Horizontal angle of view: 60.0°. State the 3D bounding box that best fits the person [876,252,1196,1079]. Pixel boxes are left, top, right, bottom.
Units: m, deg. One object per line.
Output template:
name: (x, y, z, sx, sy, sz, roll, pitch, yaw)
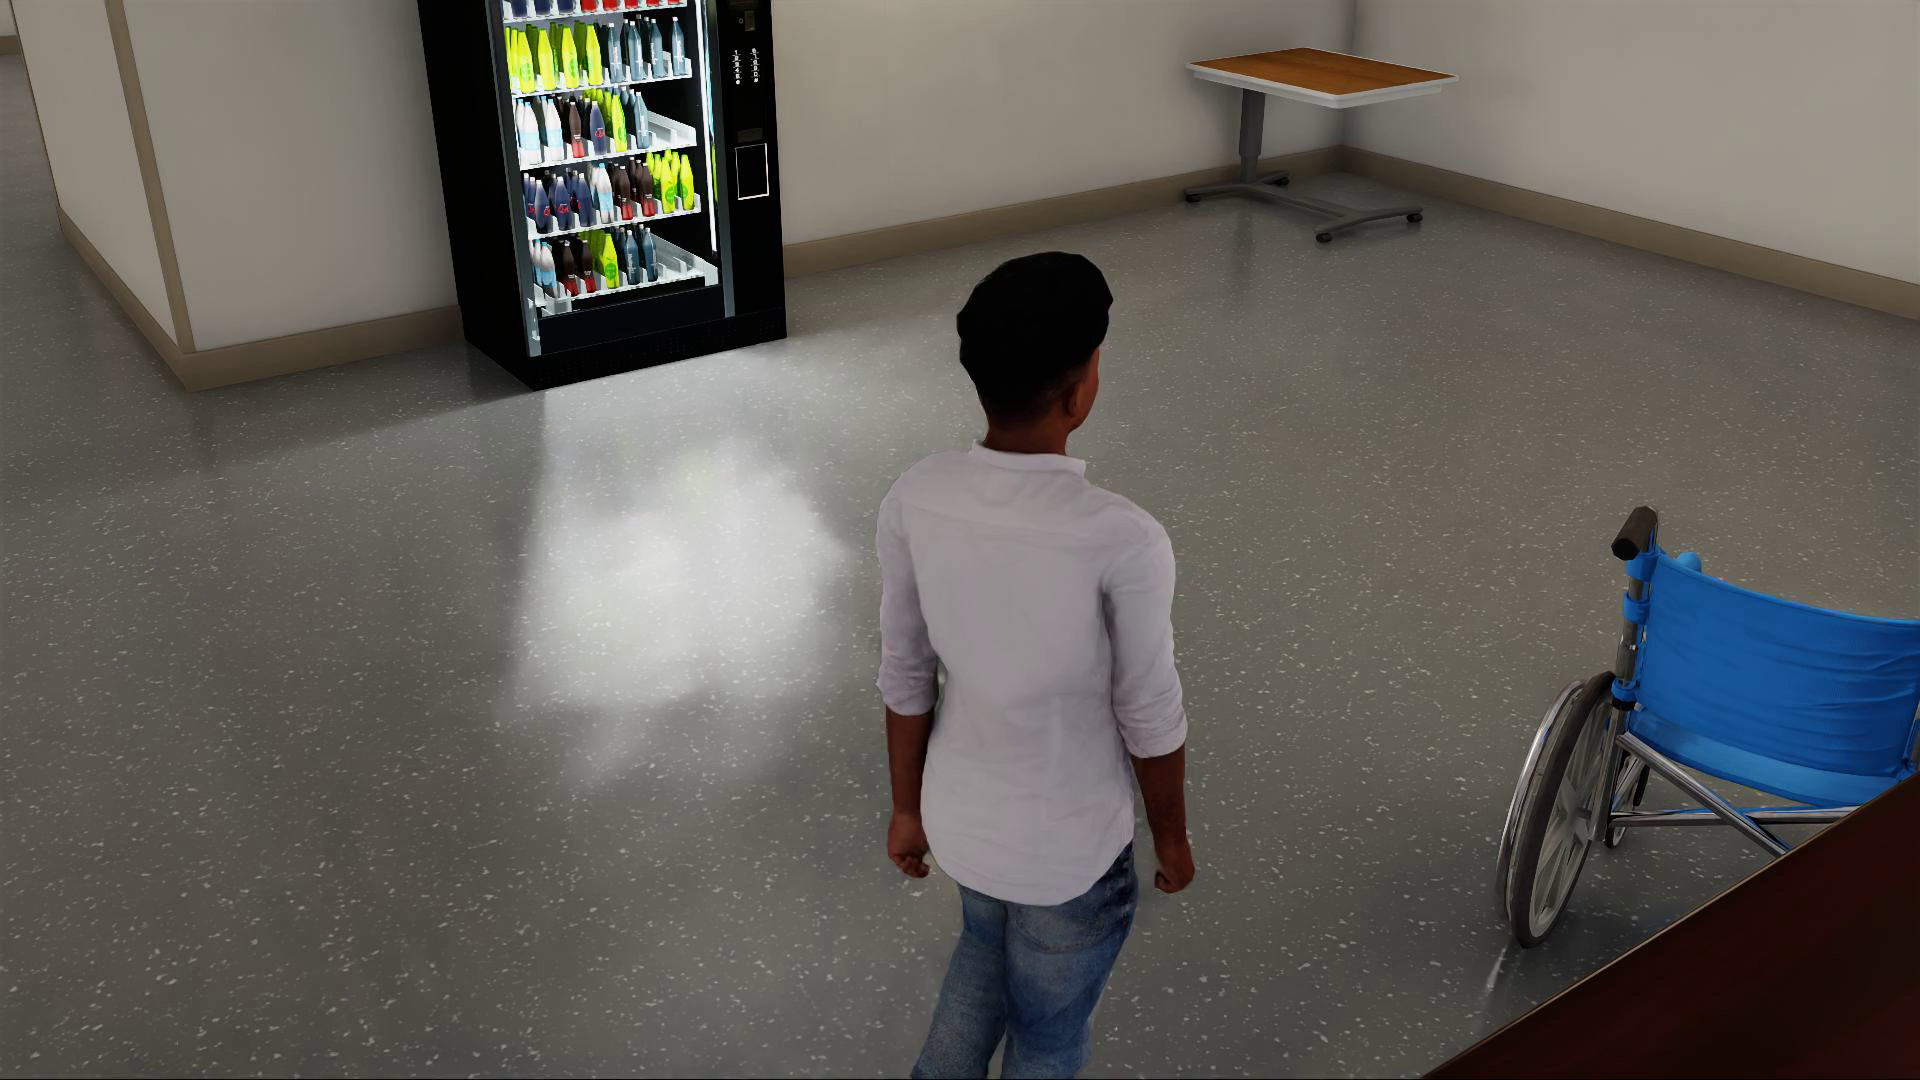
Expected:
person: (0.068, 0.457, 2.660, 0.738, 1.801, 0.766, 17, 31, 32)
